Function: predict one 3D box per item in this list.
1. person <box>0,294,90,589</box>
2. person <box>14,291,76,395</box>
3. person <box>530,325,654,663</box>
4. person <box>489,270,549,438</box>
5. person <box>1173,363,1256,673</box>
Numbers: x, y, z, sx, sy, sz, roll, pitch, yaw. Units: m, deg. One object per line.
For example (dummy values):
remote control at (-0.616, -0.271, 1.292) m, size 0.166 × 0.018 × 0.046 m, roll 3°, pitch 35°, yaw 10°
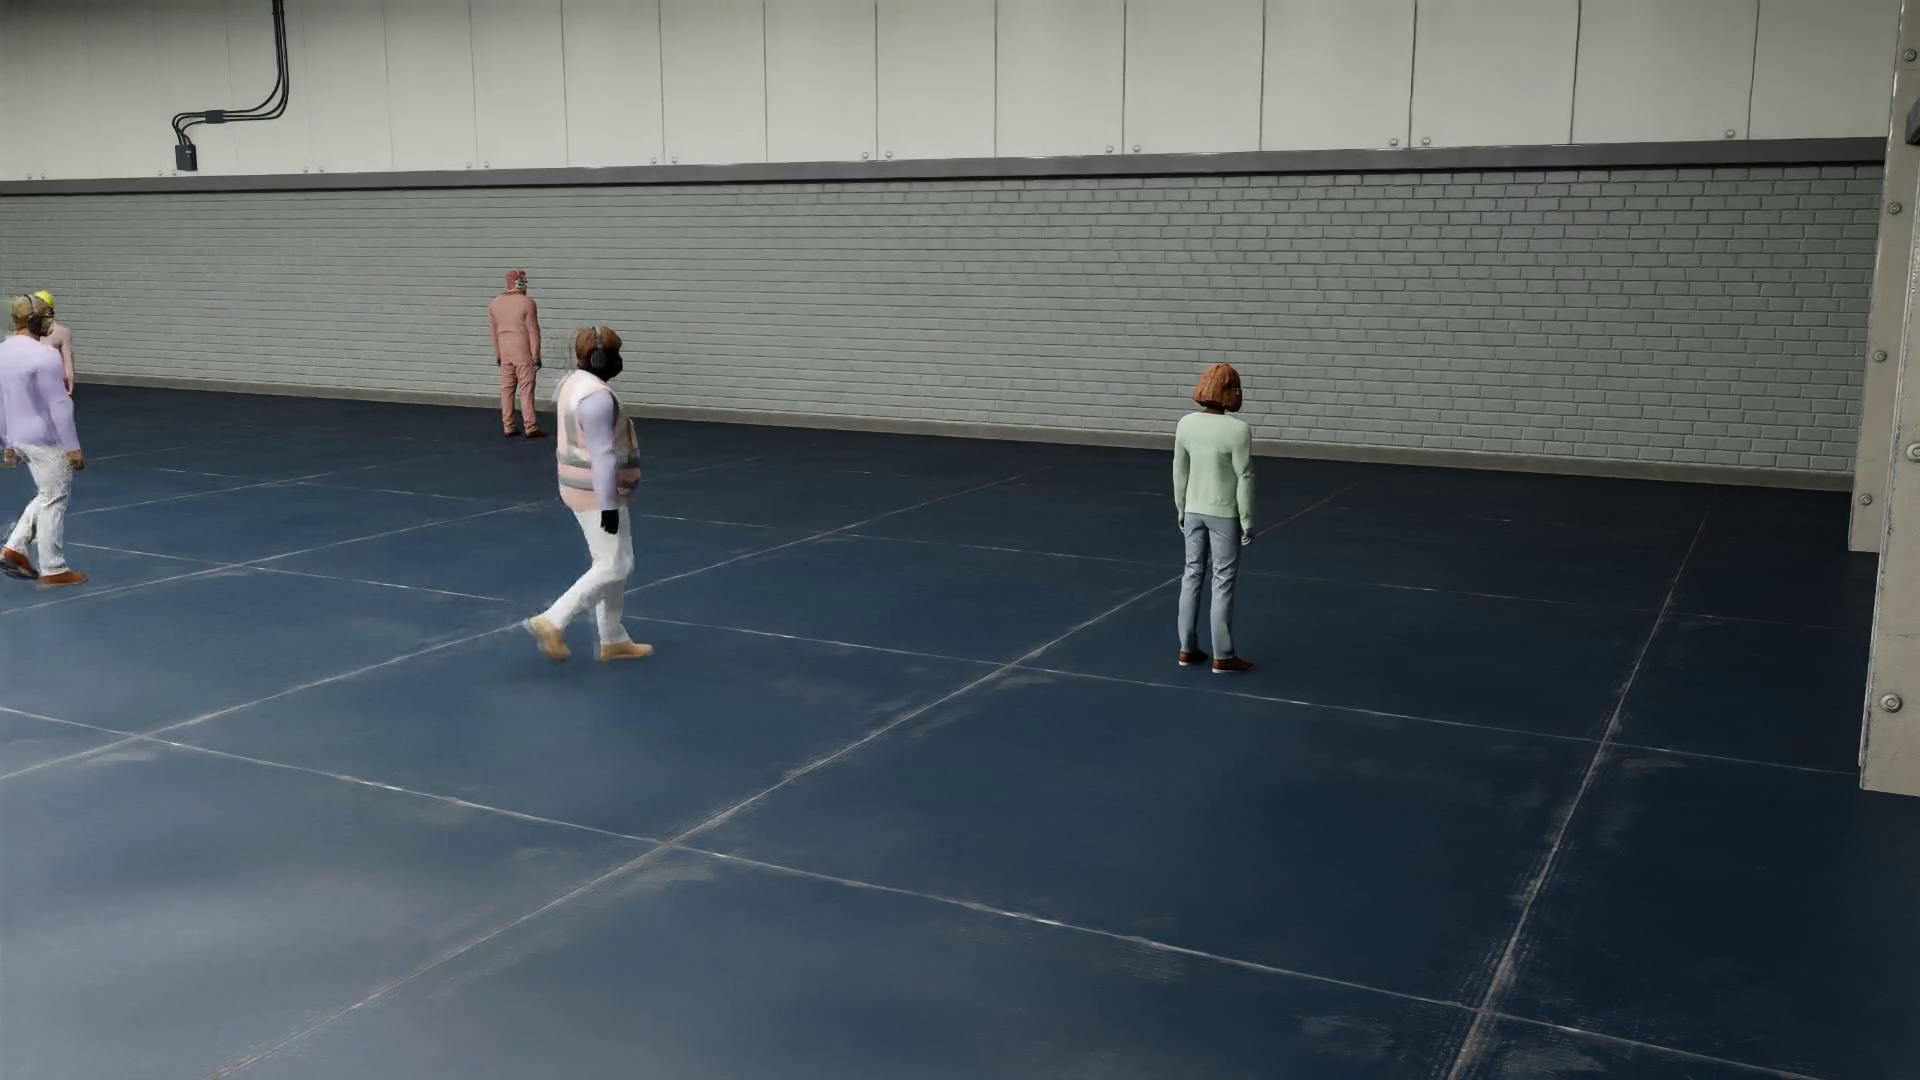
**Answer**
person at (-5.945, -0.625, 10.774) m, size 0.633 × 1.924 × 0.463 m, roll 8°, pitch 13°, yaw 38°
person at (-9.089, -1.598, 16.546) m, size 0.531 × 1.746 × 0.579 m, roll -4°, pitch 11°, yaw -23°
person at (-1.964, -0.220, 8.829) m, size 0.579 × 1.828 × 0.641 m, roll -4°, pitch 11°, yaw -20°
person at (-5.025, -2.116, 18.958) m, size 0.643 × 1.905 × 0.400 m, roll 5°, pitch 11°, yaw 25°
person at (1.347, -0.116, 8.789) m, size 0.270 × 1.632 × 0.508 m, roll -9°, pitch 14°, yaw -41°
